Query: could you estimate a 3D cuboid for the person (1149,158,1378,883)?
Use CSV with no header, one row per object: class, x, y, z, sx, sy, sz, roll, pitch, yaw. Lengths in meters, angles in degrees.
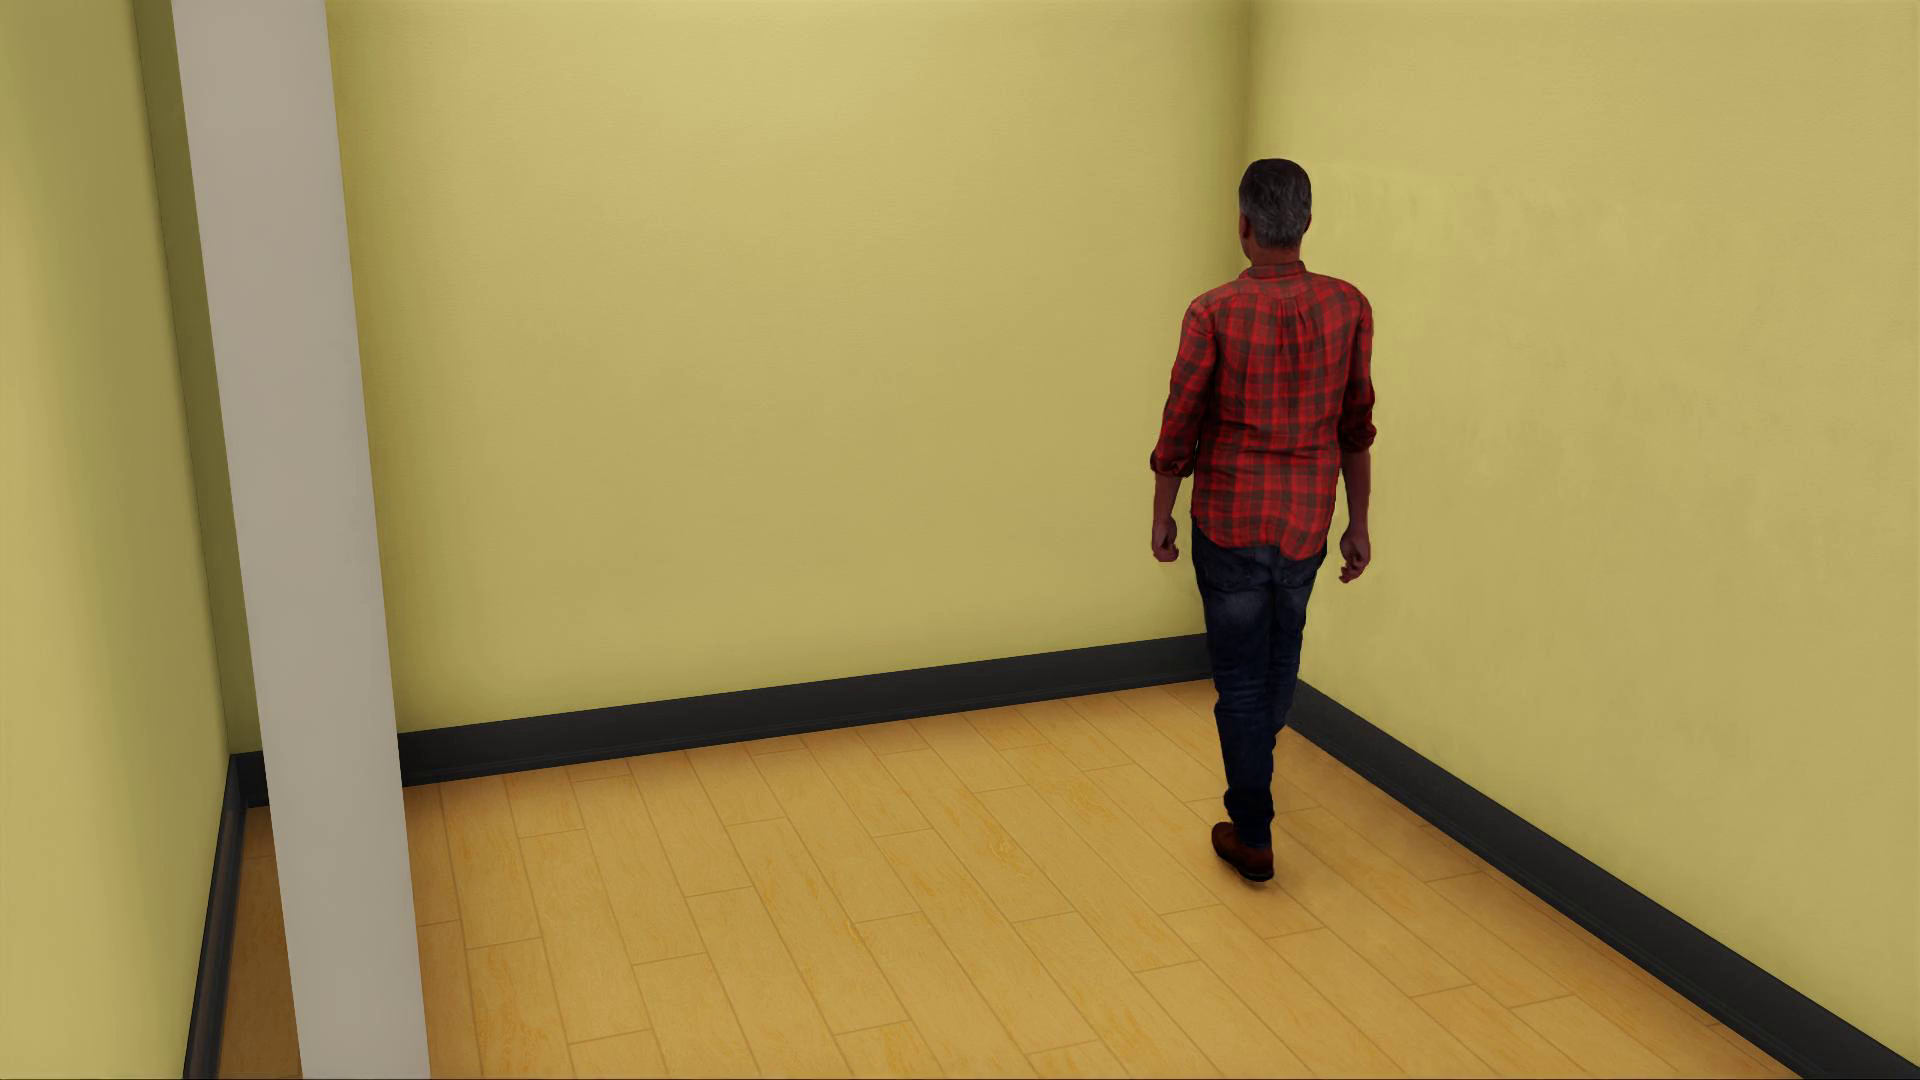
person,0.795,-0.017,4.215,1.011,1.802,0.871,-3,16,-11
